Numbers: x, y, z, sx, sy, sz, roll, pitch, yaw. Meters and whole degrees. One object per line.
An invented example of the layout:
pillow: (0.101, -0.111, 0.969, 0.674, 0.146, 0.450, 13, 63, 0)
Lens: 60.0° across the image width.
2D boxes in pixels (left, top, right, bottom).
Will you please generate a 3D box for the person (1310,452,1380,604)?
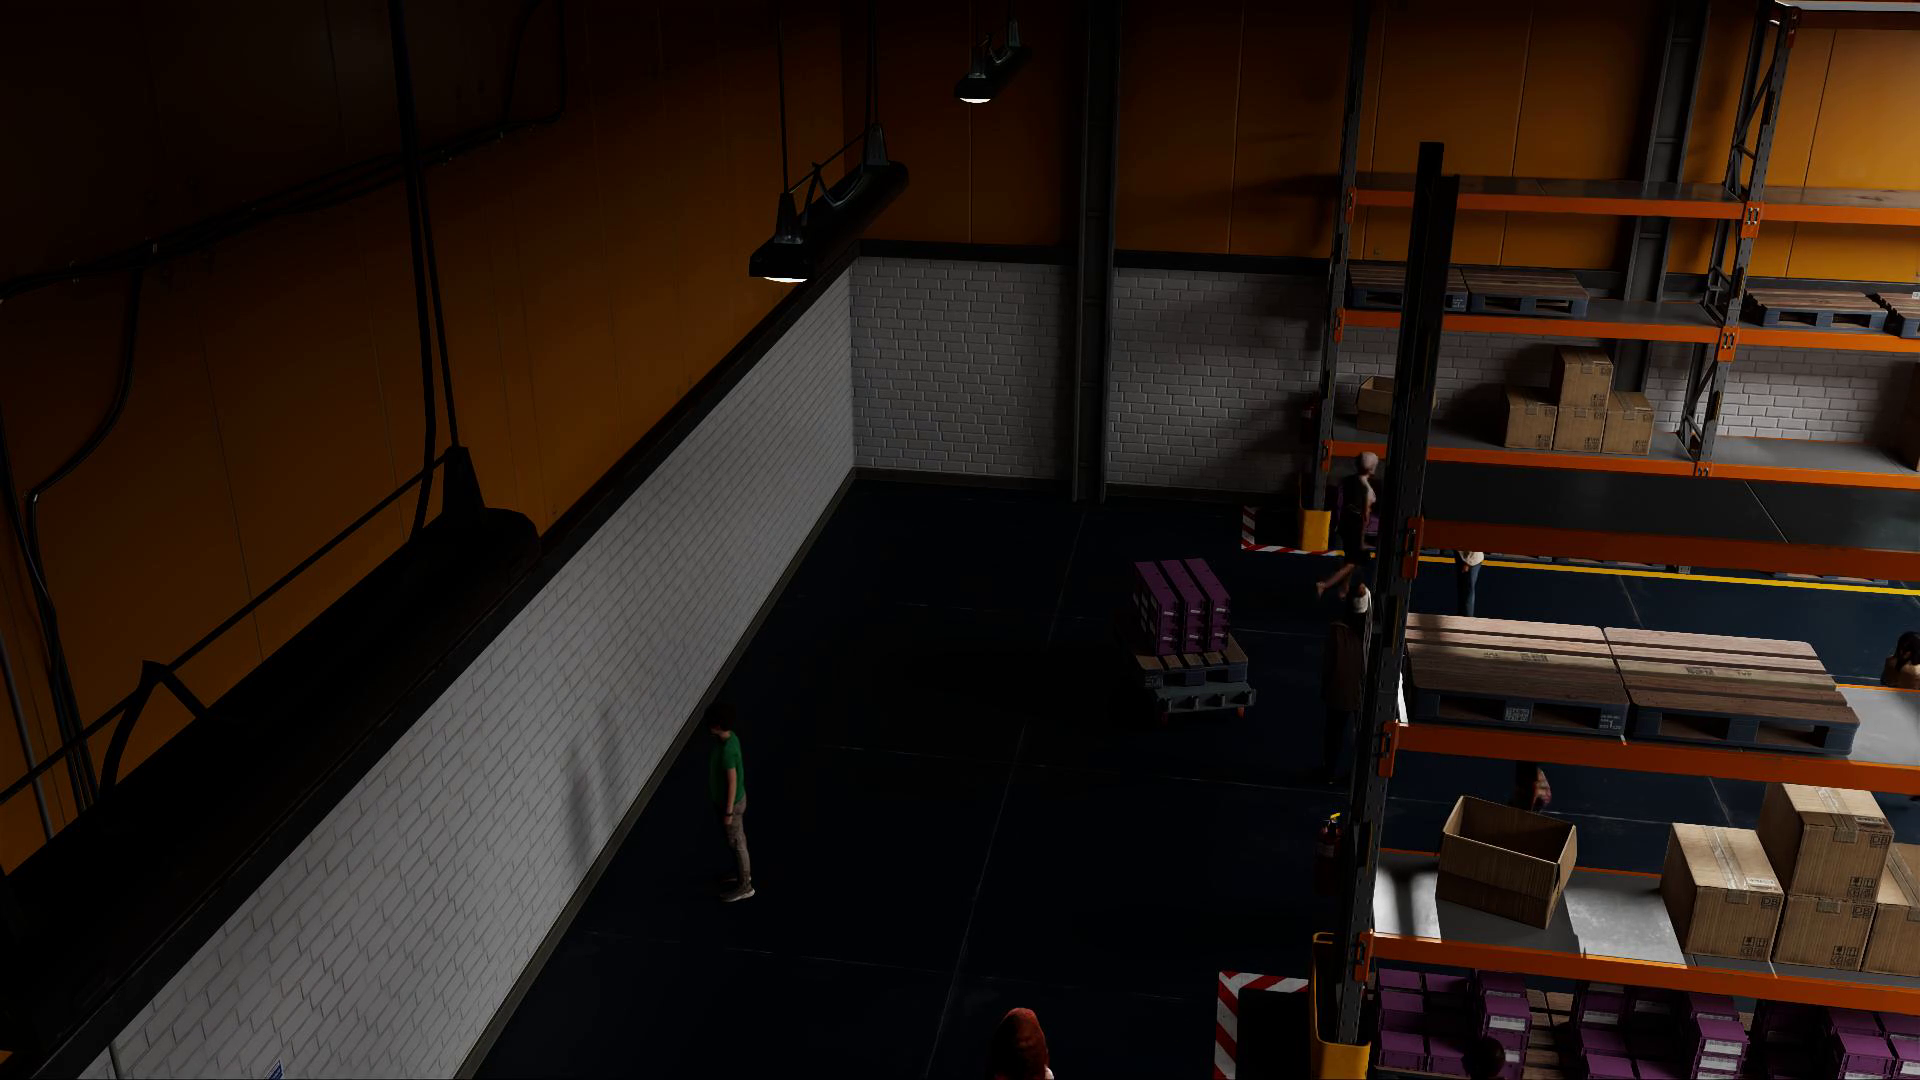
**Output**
person: (3.985, -0.063, 17.198, 0.946, 1.723, 0.797, -7, 24, -15)

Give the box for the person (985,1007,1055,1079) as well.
person: (0.305, 3.400, 9.162, 0.821, 1.815, 0.813, 12, 27, 26)

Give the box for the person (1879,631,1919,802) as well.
person: (7.762, 1.518, 13.682, 1.134, 1.642, 0.866, -4, 24, -9)

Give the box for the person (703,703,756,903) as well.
person: (-1.743, 1.969, 12.640, 0.639, 1.651, 0.659, -4, 24, -10)

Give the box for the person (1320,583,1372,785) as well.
person: (3.329, 1.215, 14.057, 0.582, 1.896, 0.733, 5, 24, 10)
